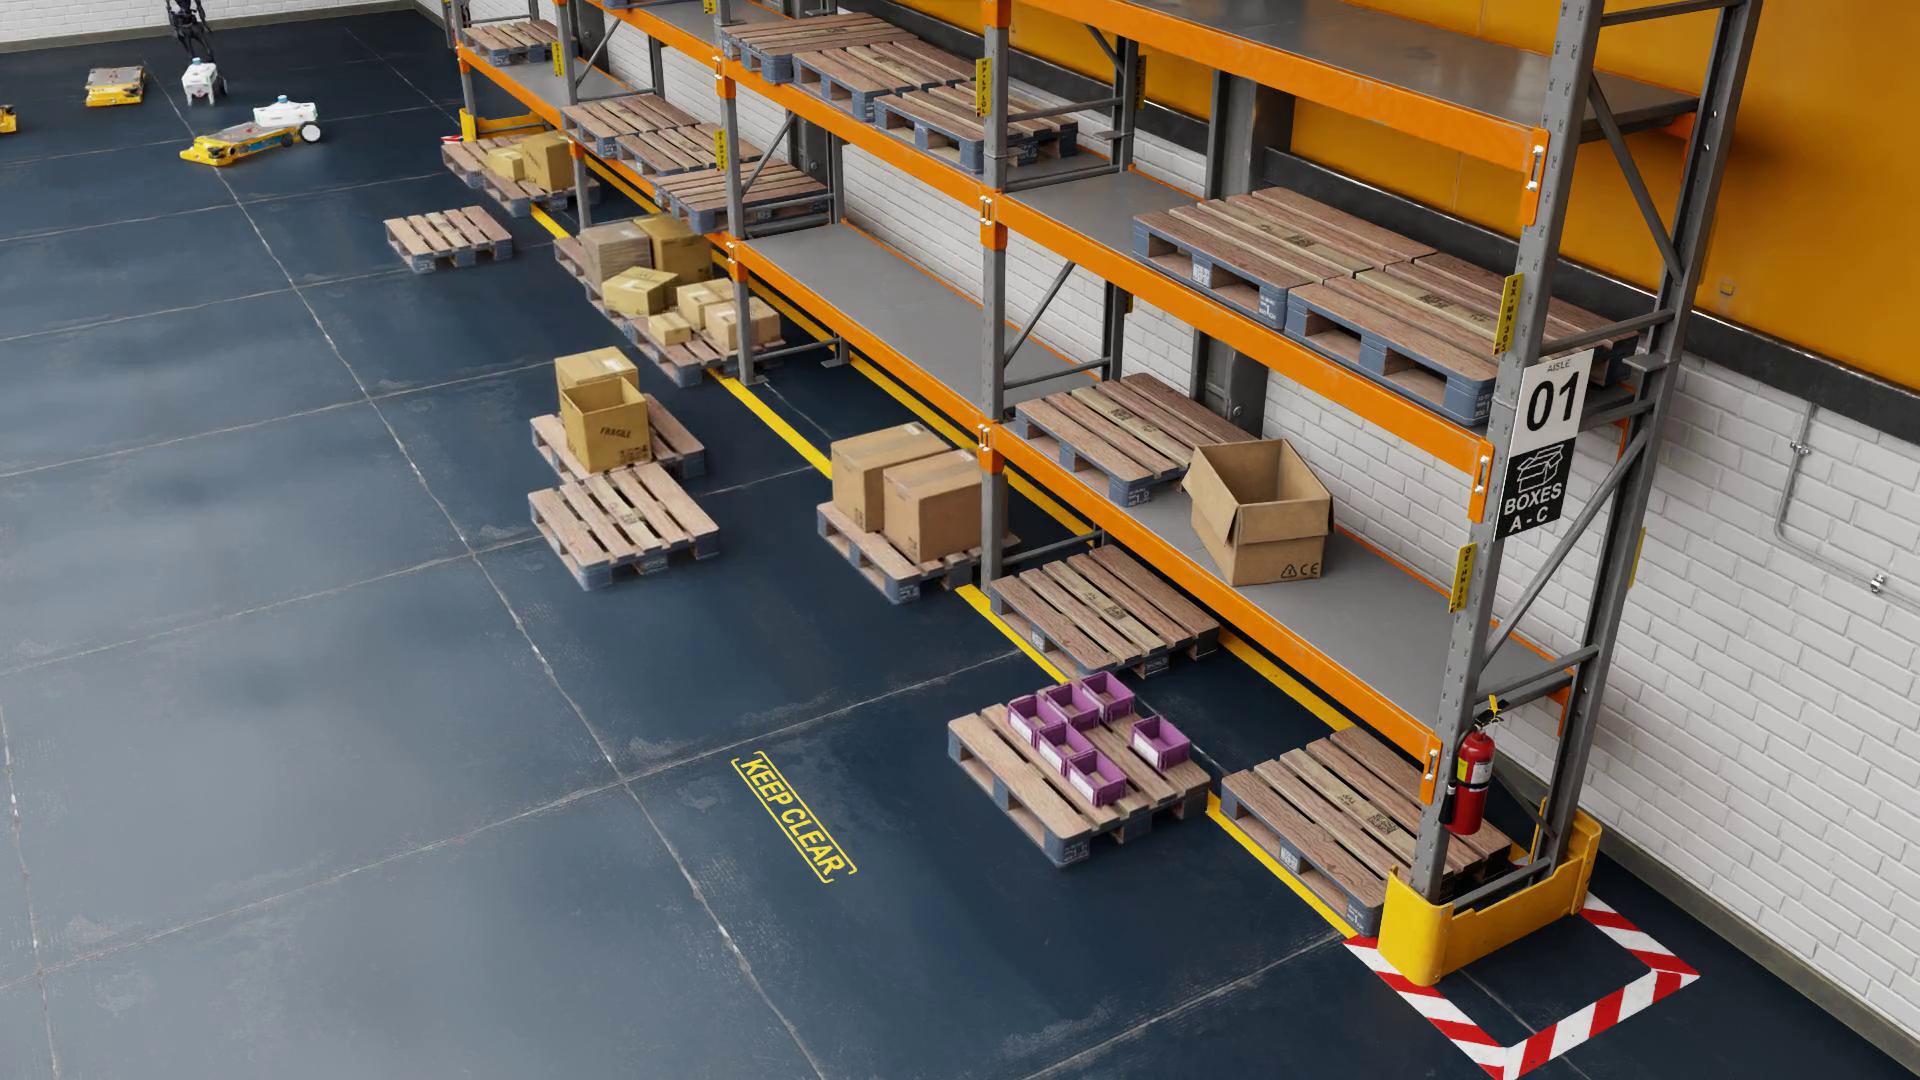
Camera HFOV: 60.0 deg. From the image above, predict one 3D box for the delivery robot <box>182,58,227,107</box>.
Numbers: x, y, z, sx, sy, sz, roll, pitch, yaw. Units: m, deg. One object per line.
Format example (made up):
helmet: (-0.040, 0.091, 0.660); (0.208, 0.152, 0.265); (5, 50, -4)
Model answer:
delivery robot: (-10.082, -6.096, 22.097); (0.499, 0.587, 0.769); (-7, 30, -12)

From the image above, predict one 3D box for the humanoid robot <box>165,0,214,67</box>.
humanoid robot: (-10.445, -6.979, 22.513); (0.320, 1.649, 0.610); (14, 32, 23)

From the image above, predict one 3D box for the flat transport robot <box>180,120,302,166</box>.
flat transport robot: (-8.652, -4.848, 20.190); (0.659, 0.231, 1.431); (16, 33, 26)

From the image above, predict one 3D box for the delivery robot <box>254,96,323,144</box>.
delivery robot: (-8.249, -5.150, 20.448); (0.799, 0.608, 0.499); (-13, 32, -22)

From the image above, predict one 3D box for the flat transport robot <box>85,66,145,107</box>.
flat transport robot: (-11.406, -6.138, 22.468); (0.659, 0.231, 1.431); (-11, 31, -18)

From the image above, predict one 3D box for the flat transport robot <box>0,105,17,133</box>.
flat transport robot: (-12.616, -5.193, 20.800); (1.431, 0.231, 0.659); (-13, 32, -22)
